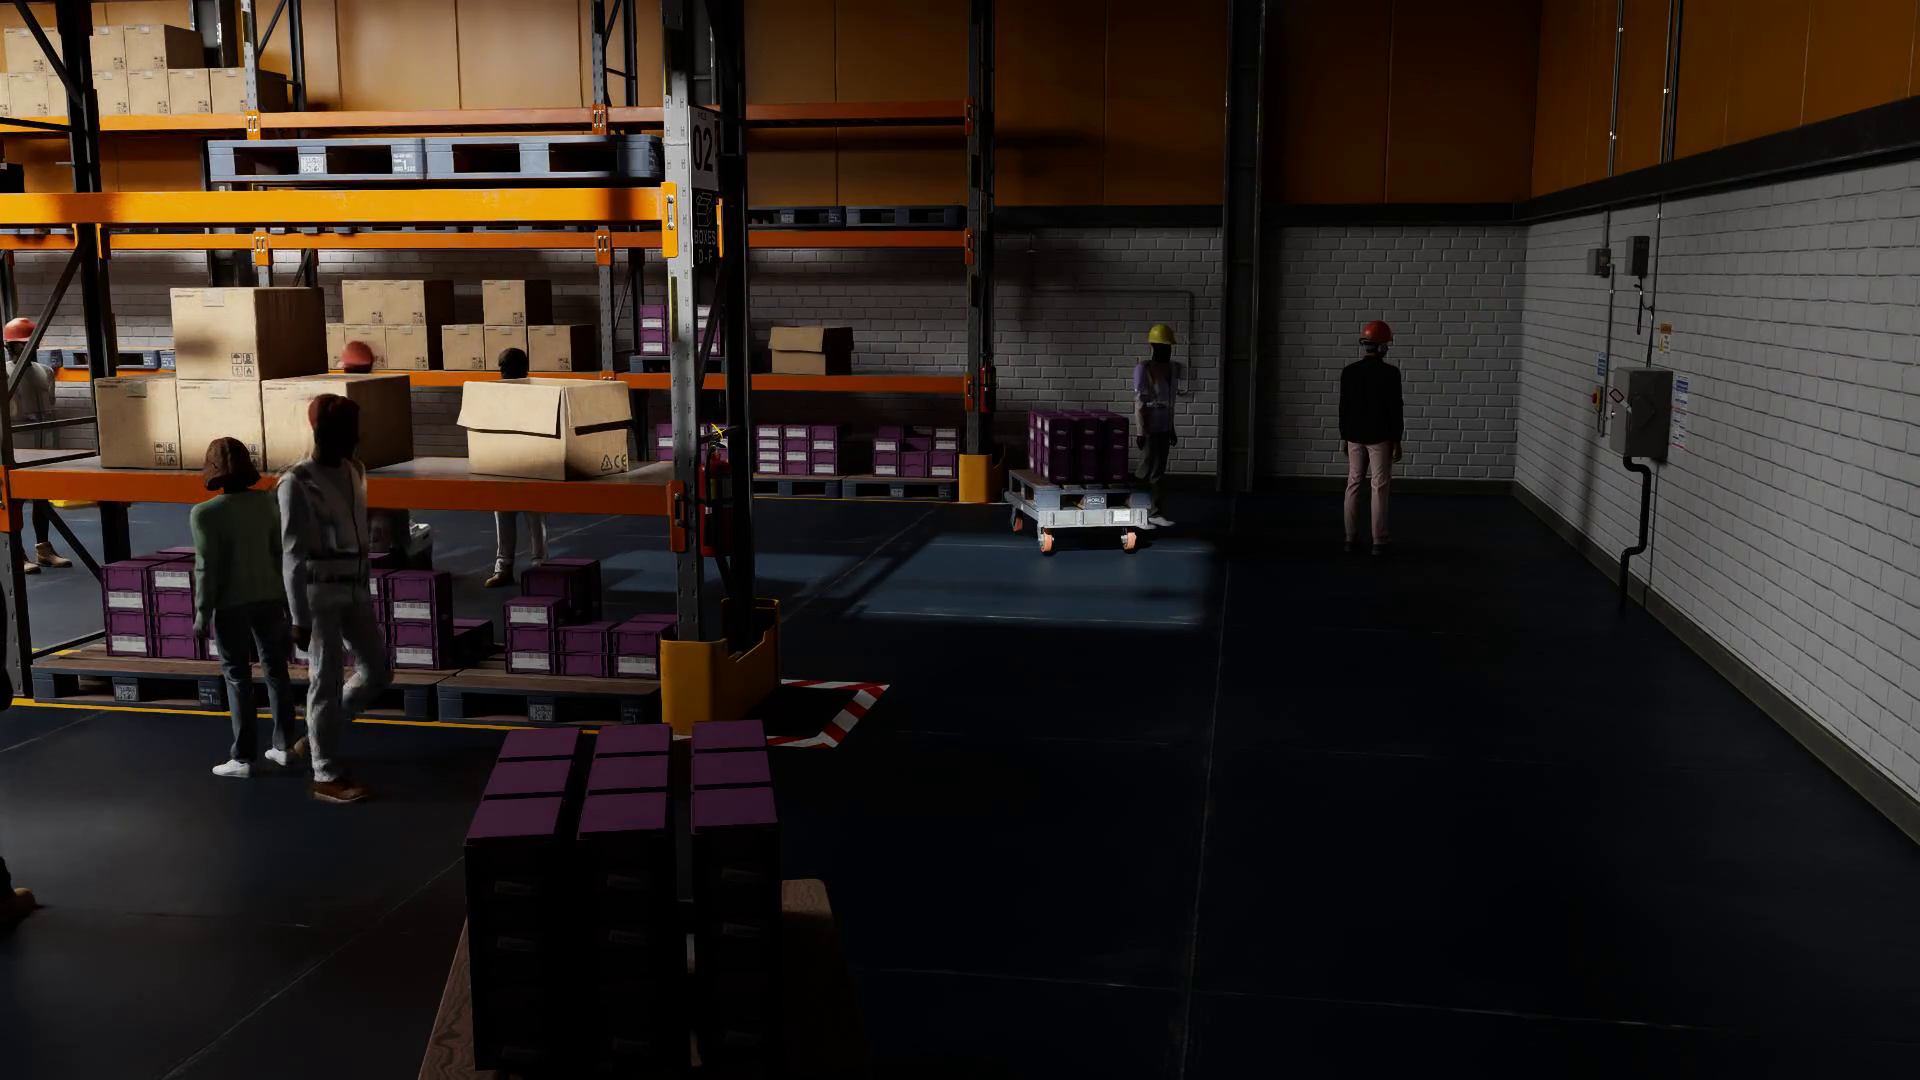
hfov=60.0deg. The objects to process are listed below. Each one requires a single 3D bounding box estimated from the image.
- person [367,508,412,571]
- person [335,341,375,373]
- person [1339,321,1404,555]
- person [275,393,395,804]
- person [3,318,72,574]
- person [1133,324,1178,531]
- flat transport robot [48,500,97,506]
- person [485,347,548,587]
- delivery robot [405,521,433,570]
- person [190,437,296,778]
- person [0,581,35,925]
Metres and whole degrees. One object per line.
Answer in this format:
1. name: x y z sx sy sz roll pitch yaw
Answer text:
1. person: -3.827 -0.201 10.993 0.320 1.698 0.531 2 9 12
2. person: -4.427 -0.543 12.510 0.574 1.902 0.632 7 11 35
3. person: 3.524 -0.871 14.226 0.379 1.996 0.610 -8 12 -42
4. person: -2.817 0.272 7.517 0.418 1.870 0.607 2 9 14
5. person: -7.471 -0.756 13.368 0.375 2.044 0.605 3 10 19
6. person: 1.858 -1.059 15.605 0.384 1.925 0.593 8 12 40
7. flat transport robot: -9.449 -0.537 17.492 1.431 0.197 0.652 7 11 36
8. person: -3.381 -0.544 12.681 0.627 1.844 0.429 2 9 13
9. delivery robot: -4.324 0.024 12.839 0.477 0.478 0.707 0 9 -4
10. person: -3.432 0.319 7.963 0.281 1.633 0.498 6 11 31
11. person: -3.780 0.424 6.055 0.689 2.000 0.539 -1 9 -4
